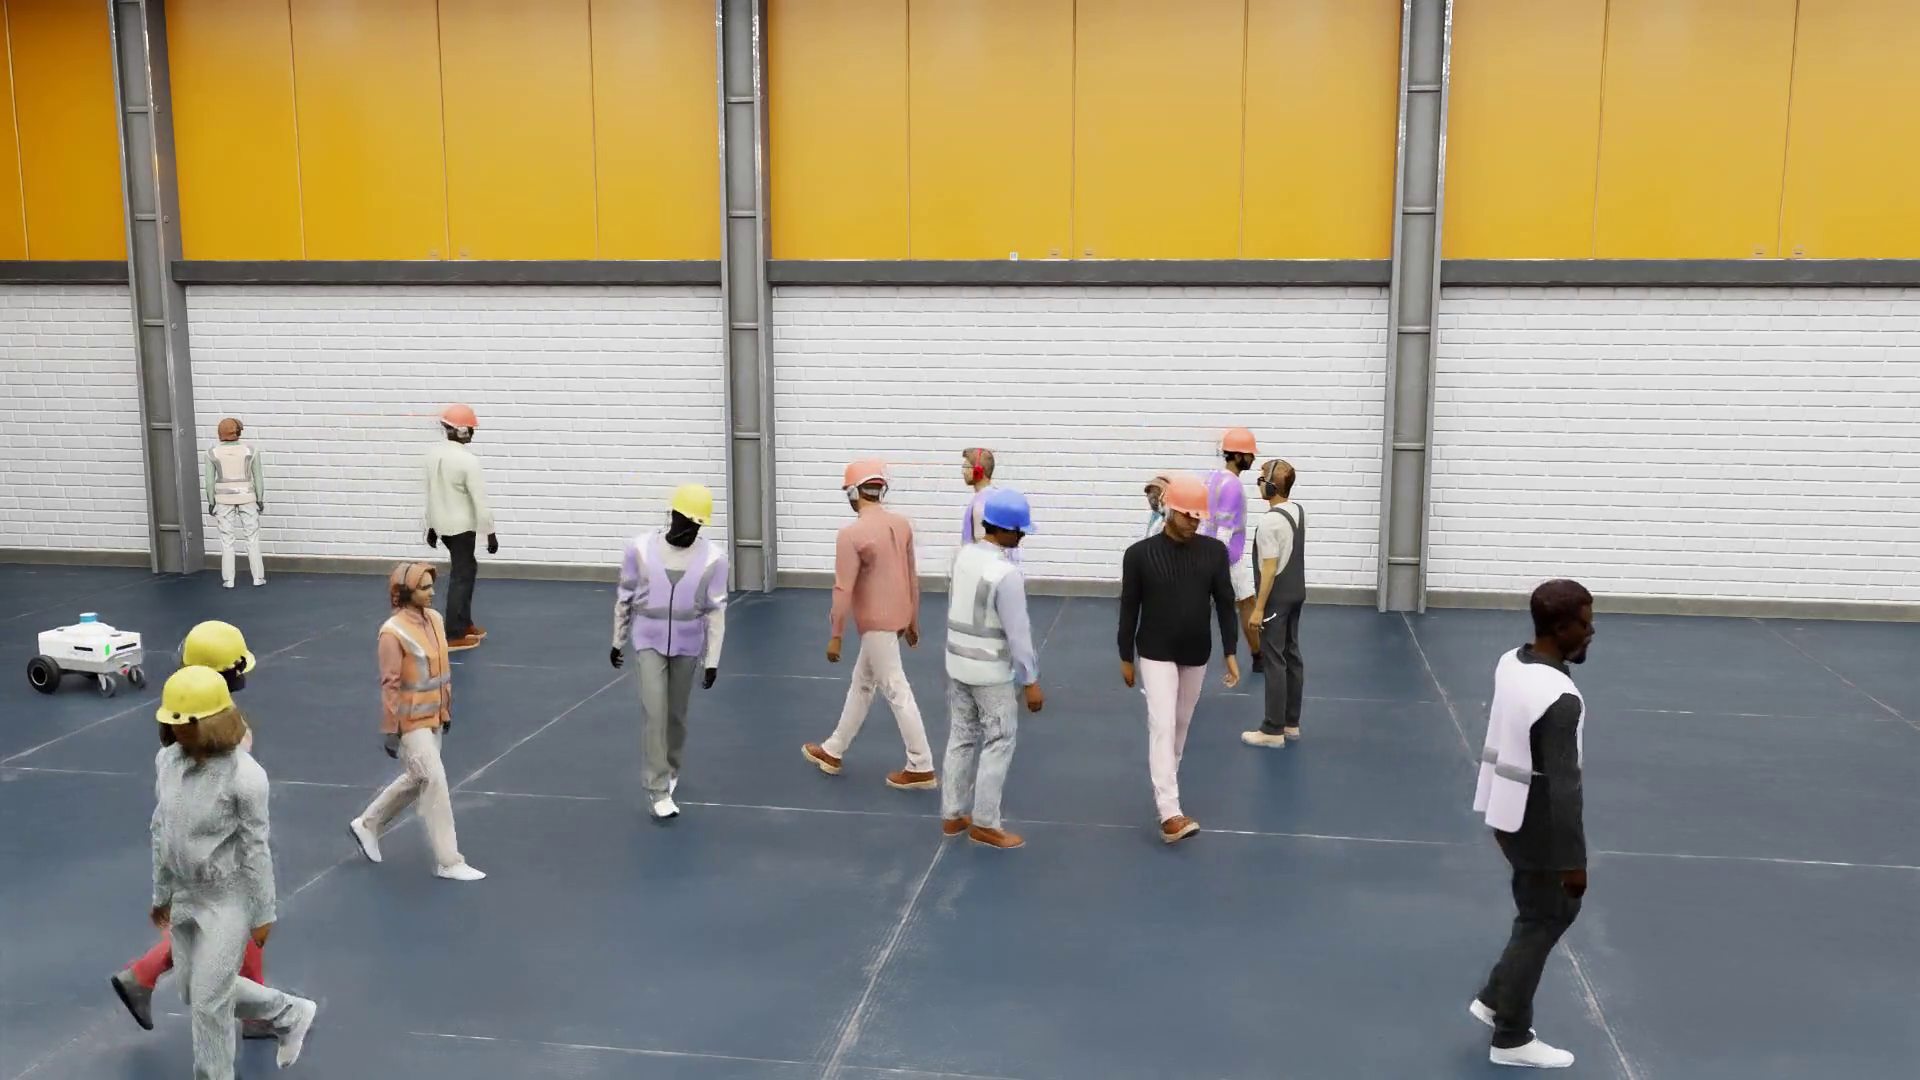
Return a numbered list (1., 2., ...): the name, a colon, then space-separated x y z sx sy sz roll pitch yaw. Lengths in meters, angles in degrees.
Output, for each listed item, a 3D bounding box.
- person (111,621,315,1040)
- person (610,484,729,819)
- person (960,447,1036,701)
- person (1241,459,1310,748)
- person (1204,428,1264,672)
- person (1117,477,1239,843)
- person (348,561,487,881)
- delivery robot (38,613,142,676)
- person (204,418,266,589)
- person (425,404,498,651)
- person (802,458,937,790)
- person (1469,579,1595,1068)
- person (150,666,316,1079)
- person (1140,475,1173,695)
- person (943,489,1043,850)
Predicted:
1. person: -2.922 1.144 6.405 0.643 1.731 0.535 -3 10 -19
2. person: -1.617 0.610 9.277 0.668 1.861 0.877 -2 9 -12
3. person: 0.215 0.276 11.417 0.514 1.834 0.582 1 9 9
4. person: 2.021 0.402 10.616 0.344 1.847 0.507 8 12 39
5. person: 1.951 0.089 12.485 1.039 1.883 0.559 -1 9 -4
6. person: 1.202 0.633 8.945 0.600 1.930 1.002 -3 10 -15
7. person: -2.757 0.894 8.302 0.740 1.616 0.522 2 9 10
8. delivery robot: -6.287 0.771 12.022 0.707 0.478 0.477 3 10 20
9. person: -6.913 -0.345 15.871 0.514 1.636 0.315 -4 10 -22
10. person: -3.933 -0.105 13.335 0.666 1.973 0.649 8 12 39
11. person: -0.541 0.492 9.794 0.986 1.921 0.625 4 10 25
12. person: 2.195 1.077 6.281 0.464 1.899 0.615 0 9 2
13. person: -2.550 1.239 5.840 0.508 1.714 0.630 5 11 29
14. person: 1.453 0.344 11.675 0.388 1.628 0.671 0 9 -2
15. person: 0.141 0.684 8.701 0.436 1.913 0.666 -5 10 -28
